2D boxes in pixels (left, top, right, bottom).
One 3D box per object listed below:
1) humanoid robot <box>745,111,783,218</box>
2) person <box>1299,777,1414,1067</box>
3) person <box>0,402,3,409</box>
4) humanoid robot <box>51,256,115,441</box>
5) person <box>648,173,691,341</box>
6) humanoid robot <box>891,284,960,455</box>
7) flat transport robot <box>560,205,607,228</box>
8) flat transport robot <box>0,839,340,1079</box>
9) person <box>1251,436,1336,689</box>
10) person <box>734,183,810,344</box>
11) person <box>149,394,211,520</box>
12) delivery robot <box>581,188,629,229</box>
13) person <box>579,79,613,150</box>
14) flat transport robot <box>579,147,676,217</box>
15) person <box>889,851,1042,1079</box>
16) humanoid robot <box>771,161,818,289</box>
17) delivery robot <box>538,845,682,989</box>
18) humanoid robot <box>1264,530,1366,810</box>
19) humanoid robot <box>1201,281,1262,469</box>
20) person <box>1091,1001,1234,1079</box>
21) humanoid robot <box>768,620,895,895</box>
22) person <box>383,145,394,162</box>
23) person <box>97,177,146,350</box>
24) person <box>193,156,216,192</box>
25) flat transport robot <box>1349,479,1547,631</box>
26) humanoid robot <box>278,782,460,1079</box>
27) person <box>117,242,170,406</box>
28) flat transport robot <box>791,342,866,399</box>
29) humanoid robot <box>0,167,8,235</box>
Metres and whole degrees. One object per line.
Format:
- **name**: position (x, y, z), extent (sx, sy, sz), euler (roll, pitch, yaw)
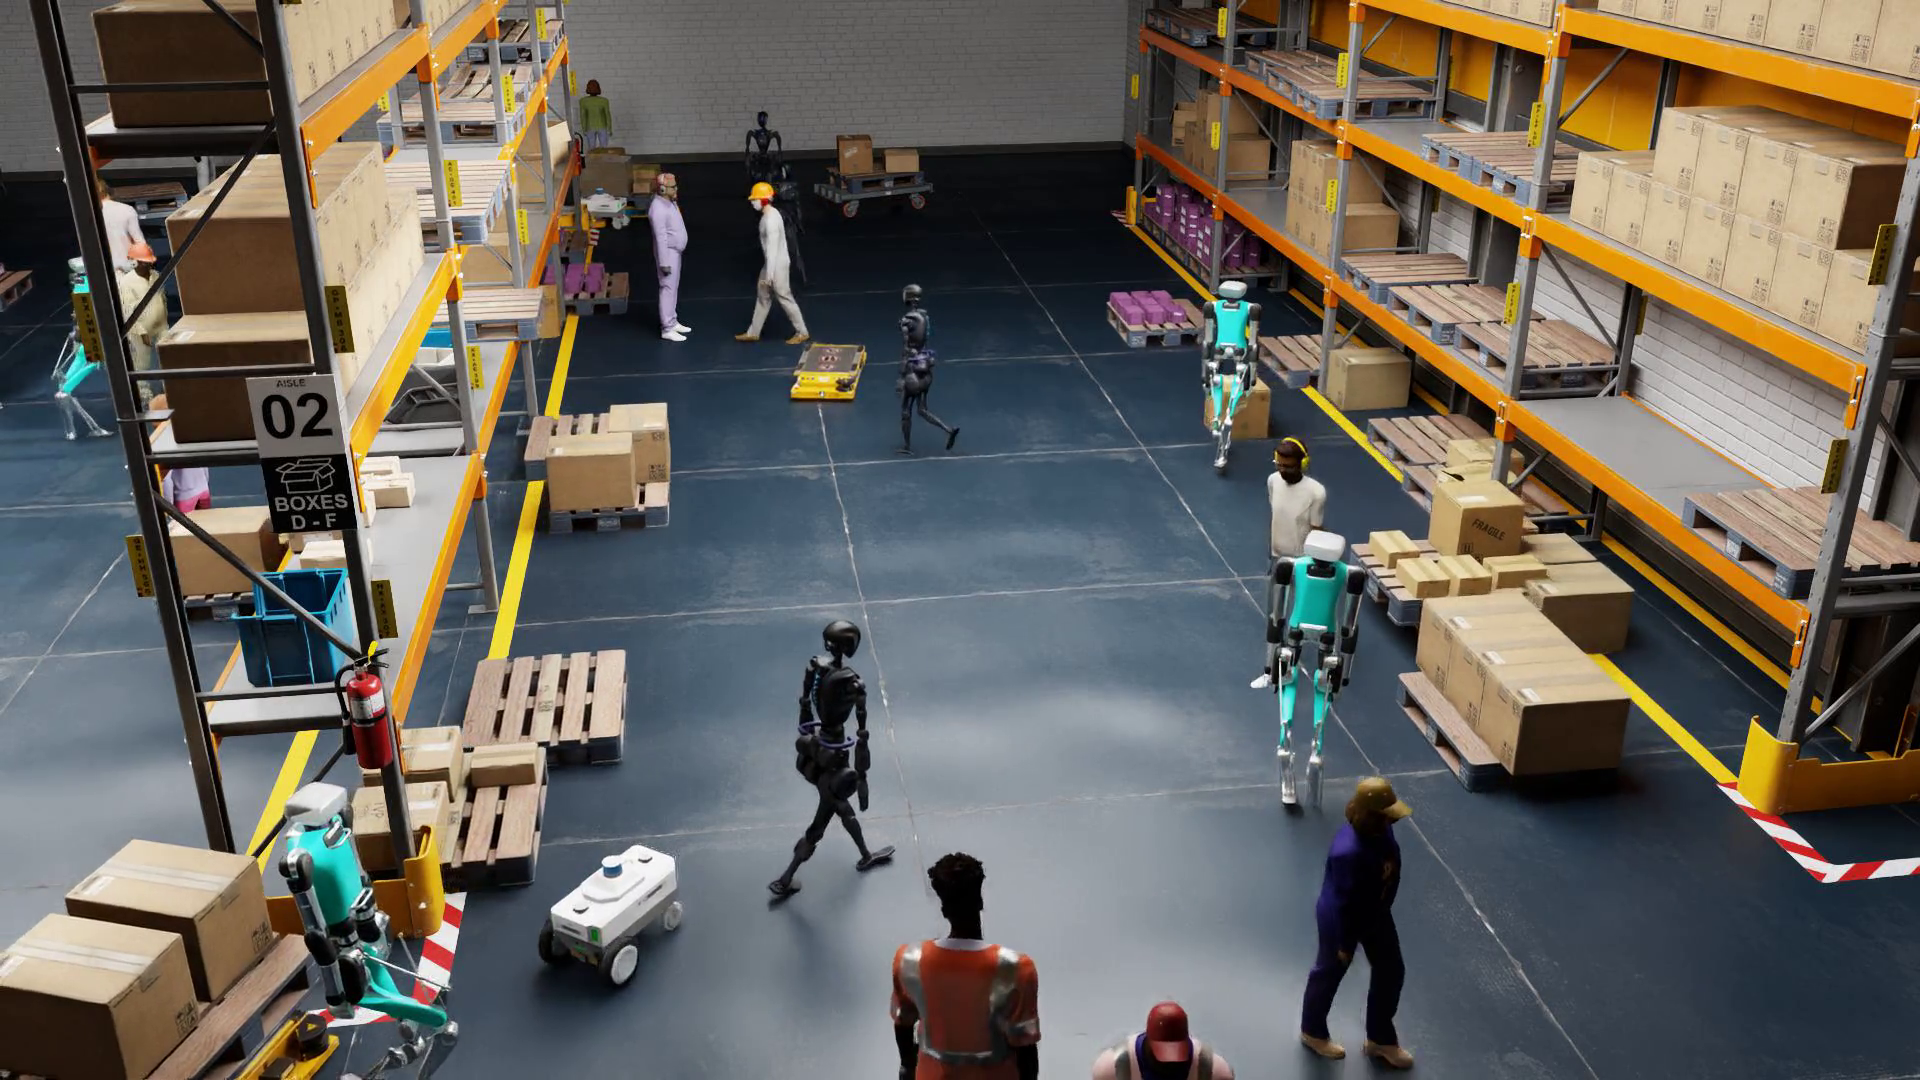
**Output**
- **humanoid robot**: position (-2.873, -5.489, 24.500), extent (0.587, 1.631, 0.775), euler (0, 24, 1)
- **person**: position (1.945, 1.827, 7.840), extent (0.652, 1.599, 0.497), euler (20, 31, 38)
- **person**: position (-10.072, -2.241, 16.689), extent (0.491, 1.955, 0.417), euler (-16, 28, -32)
- **humanoid robot**: position (-8.490, -1.770, 15.891), extent (0.575, 1.788, 0.801), euler (17, 29, 33)
- **person**: position (-3.309, -3.249, 19.044), extent (0.406, 1.905, 0.650), euler (0, 24, 1)
- **humanoid robot**: position (-0.344, -1.568, 15.525), extent (0.636, 1.635, 0.606), euler (8, 25, 18)
- **flat transport robot**: position (-5.940, -4.731, 24.455), extent (1.431, 0.231, 0.659), euler (-4, 24, -8)
- **flat transport robot**: position (-3.822, 2.482, 8.023), extent (1.431, 0.231, 0.659), euler (5, 24, 12)
- **person**: position (2.346, 0.129, 11.442), extent (0.687, 1.839, 0.537), euler (-18, 29, -35)
- **person**: position (-2.130, -3.118, 18.829), extent (0.868, 1.855, 0.628), euler (-5, 24, -10)
- **person**: position (-5.933, -0.338, 12.761), extent (0.283, 1.628, 0.503), euler (6, 24, 14)
- **delivery robot**: position (-5.273, -4.847, 24.384), extent (0.813, 0.609, 0.499), euler (4, 24, 10)
- **person**: position (-5.954, -6.718, 27.281), extent (0.505, 1.632, 0.281), euler (-1, 24, -2)
- **flat transport robot**: position (-5.026, -4.993, 25.054), extent (1.431, 0.231, 0.659), euler (0, 24, 1)
- **person**: position (0.024, 2.154, 6.739), extent (0.621, 1.892, 0.935), euler (3, 24, 7)
- **humanoid robot**: position (-2.168, -3.942, 20.932), extent (0.707, 1.631, 0.610), euler (17, 29, 34)
- **delivery robot**: position (-1.832, 1.958, 8.853), extent (0.499, 0.587, 0.785), euler (13, 27, 27)
- **humanoid robot**: position (2.060, 0.910, 9.872), extent (0.550, 1.872, 0.704), euler (5, 24, 12)
- **humanoid robot**: position (2.410, -1.434, 15.144), extent (0.549, 1.735, 1.036), euler (8, 25, 17)
- **person**: position (0.753, 2.395, 6.425), extent (0.625, 1.721, 0.840), euler (1, 24, 2)
- **humanoid robot**: position (-0.730, 1.216, 9.247), extent (0.806, 1.617, 0.616), euler (-20, 31, -38)
- **person**: position (-7.400, -4.535, 22.111), extent (0.509, 1.797, 0.978), euler (-7, 25, -15)
- **person**: position (-9.537, -3.141, 18.836), extent (0.641, 1.888, 0.957), euler (-12, 26, -24)
- **person**: position (-11.522, -5.949, 25.295), extent (0.430, 1.830, 0.633), euler (-1, 24, -3)
- **flat transport robot**: position (3.685, 0.533, 12.464), extent (0.659, 0.231, 1.431), euler (-3, 24, -8)
- **humanoid robot**: position (-2.567, 1.907, 7.494), extent (0.837, 1.759, 0.551), euler (1, 24, 3)
- **person**: position (-8.098, -2.141, 16.760), extent (0.856, 1.707, 0.574), euler (11, 26, 23)
- **flat transport robot**: position (-1.394, -1.819, 17.822), extent (0.659, 0.231, 1.431), euler (1, 24, 2)
- **humanoid robot**: position (-13.864, -5.059, 23.534), extent (0.609, 1.645, 0.781), euler (-12, 26, -26)
